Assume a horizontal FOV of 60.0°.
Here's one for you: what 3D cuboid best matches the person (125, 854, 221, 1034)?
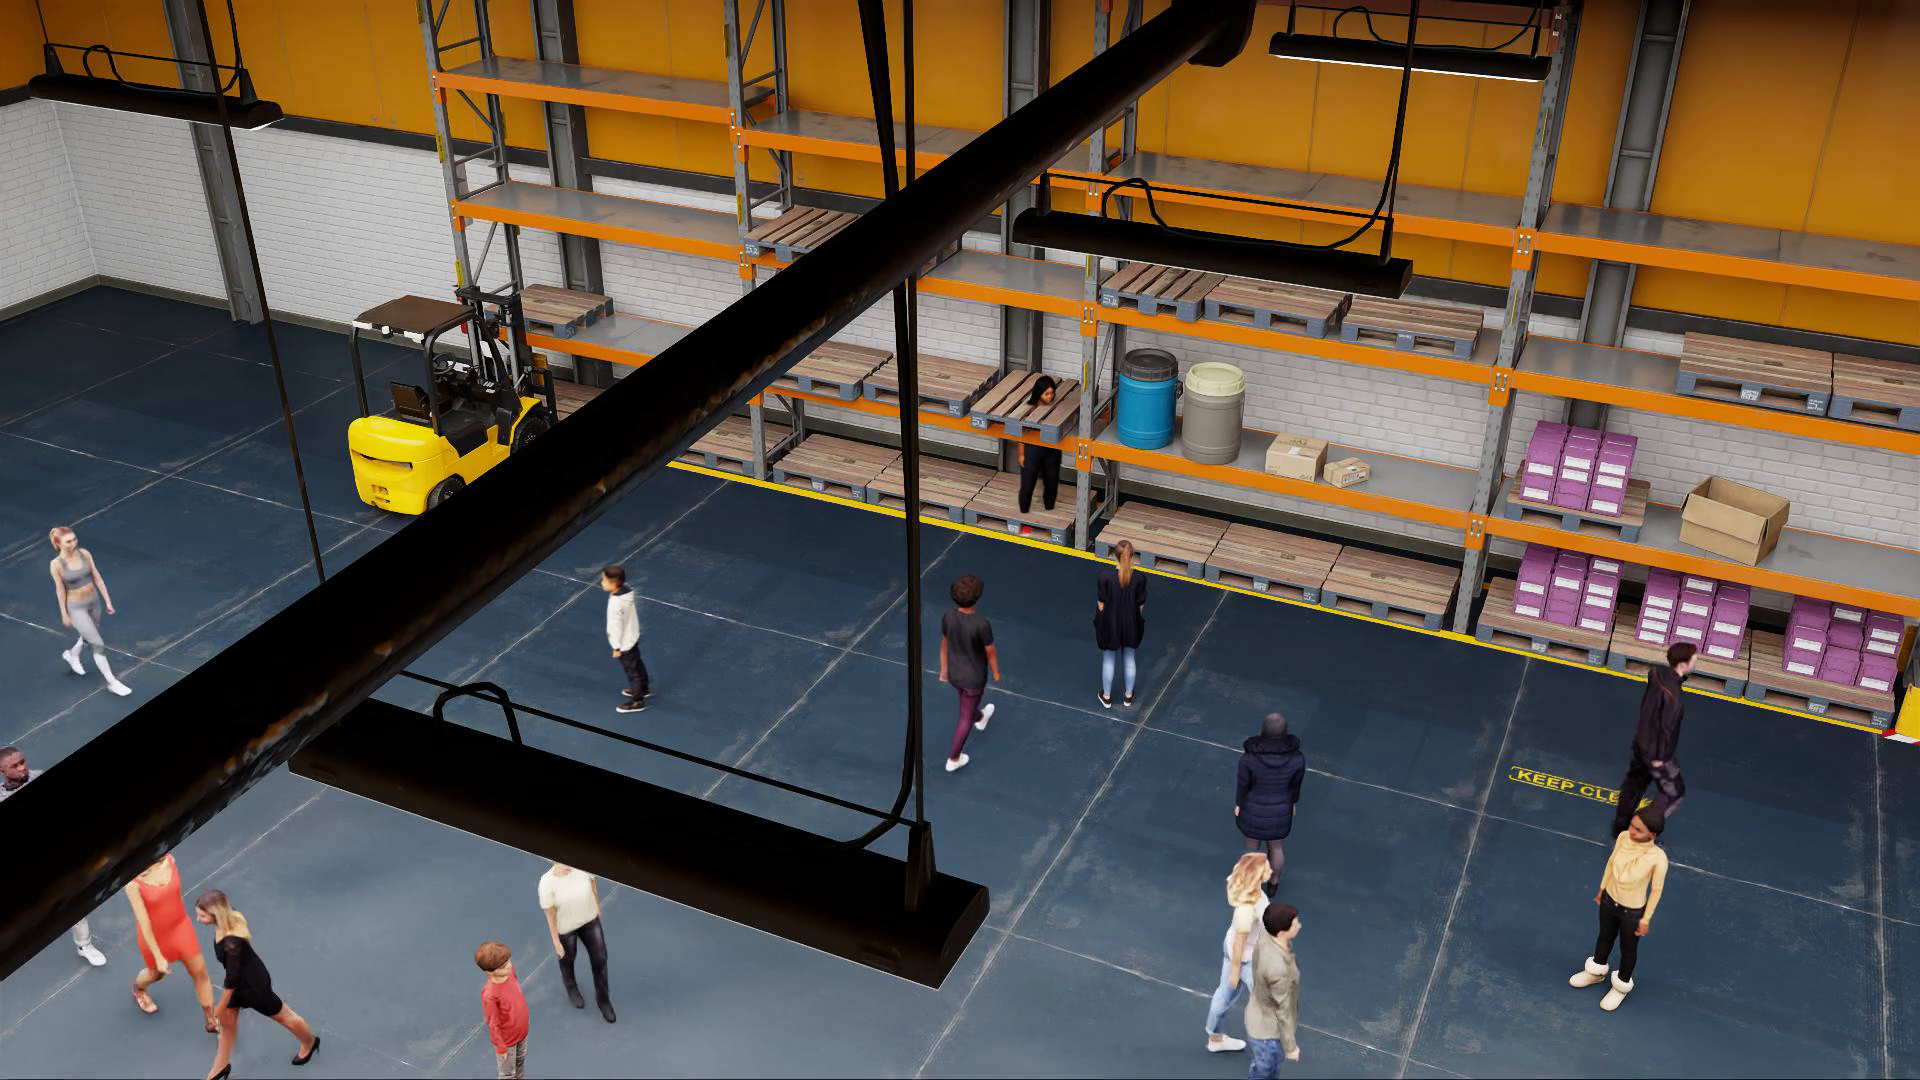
[{"bbox_3d":[-5.505,2.683,11.378,1.115,1.683,0.611,13,31,22],"label":"person"}]

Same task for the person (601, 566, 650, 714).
[{"bbox_3d":[-2.999,0.867,14.953,0.652,1.449,0.662,0,29,0],"label":"person"}]

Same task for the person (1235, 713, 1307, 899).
[{"bbox_3d":[2.324,2.015,12.612,0.753,1.675,0.849,-2,29,-3],"label":"person"}]

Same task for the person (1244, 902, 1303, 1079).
[{"bbox_3d":[1.936,3.052,10.512,0.769,1.866,0.798,1,29,2],"label":"person"}]

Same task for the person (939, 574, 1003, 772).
[{"bbox_3d":[0.025,1.158,14.119,1.117,1.737,0.788,17,33,28],"label":"person"}]

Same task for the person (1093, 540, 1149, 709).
[{"bbox_3d":[1.438,0.752,14.918,0.648,1.684,0.772,-1,29,-1],"label":"person"}]

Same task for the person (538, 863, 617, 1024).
[{"bbox_3d":[-2.720,2.632,11.593,0.782,1.568,0.870,-20,34,-32],"label":"person"}]

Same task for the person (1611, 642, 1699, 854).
[{"bbox_3d":[5.402,1.620,13.101,0.808,1.900,0.798,-1,29,-1],"label":"person"}]

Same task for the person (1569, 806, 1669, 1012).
[{"bbox_3d":[4.673,2.543,11.660,0.756,1.659,0.671,-16,32,-26],"label":"person"}]

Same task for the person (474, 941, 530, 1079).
[{"bbox_3d":[-2.931,3.165,10.774,0.557,1.416,0.563,6,29,10],"label":"person"}]

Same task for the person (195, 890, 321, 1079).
[{"bbox_3d":[-4.592,2.921,10.994,0.947,1.633,1.035,-18,33,-29],"label":"person"}]

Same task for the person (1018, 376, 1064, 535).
[{"bbox_3d":[0.863,-0.940,17.889,0.772,1.811,0.844,-8,30,-14],"label":"person"}]

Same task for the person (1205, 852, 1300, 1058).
[{"bbox_3d":[1.818,2.785,11.166,0.968,1.709,0.812,2,29,4],"label":"person"}]

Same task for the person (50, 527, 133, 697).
[{"bbox_3d":[-8.047,0.617,15.172,1.078,1.679,0.574,13,31,23],"label":"person"}]

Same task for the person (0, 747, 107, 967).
[{"bbox_3d":[-6.738,2.255,12.029,1.190,1.813,0.828,20,35,32],"label":"person"}]
